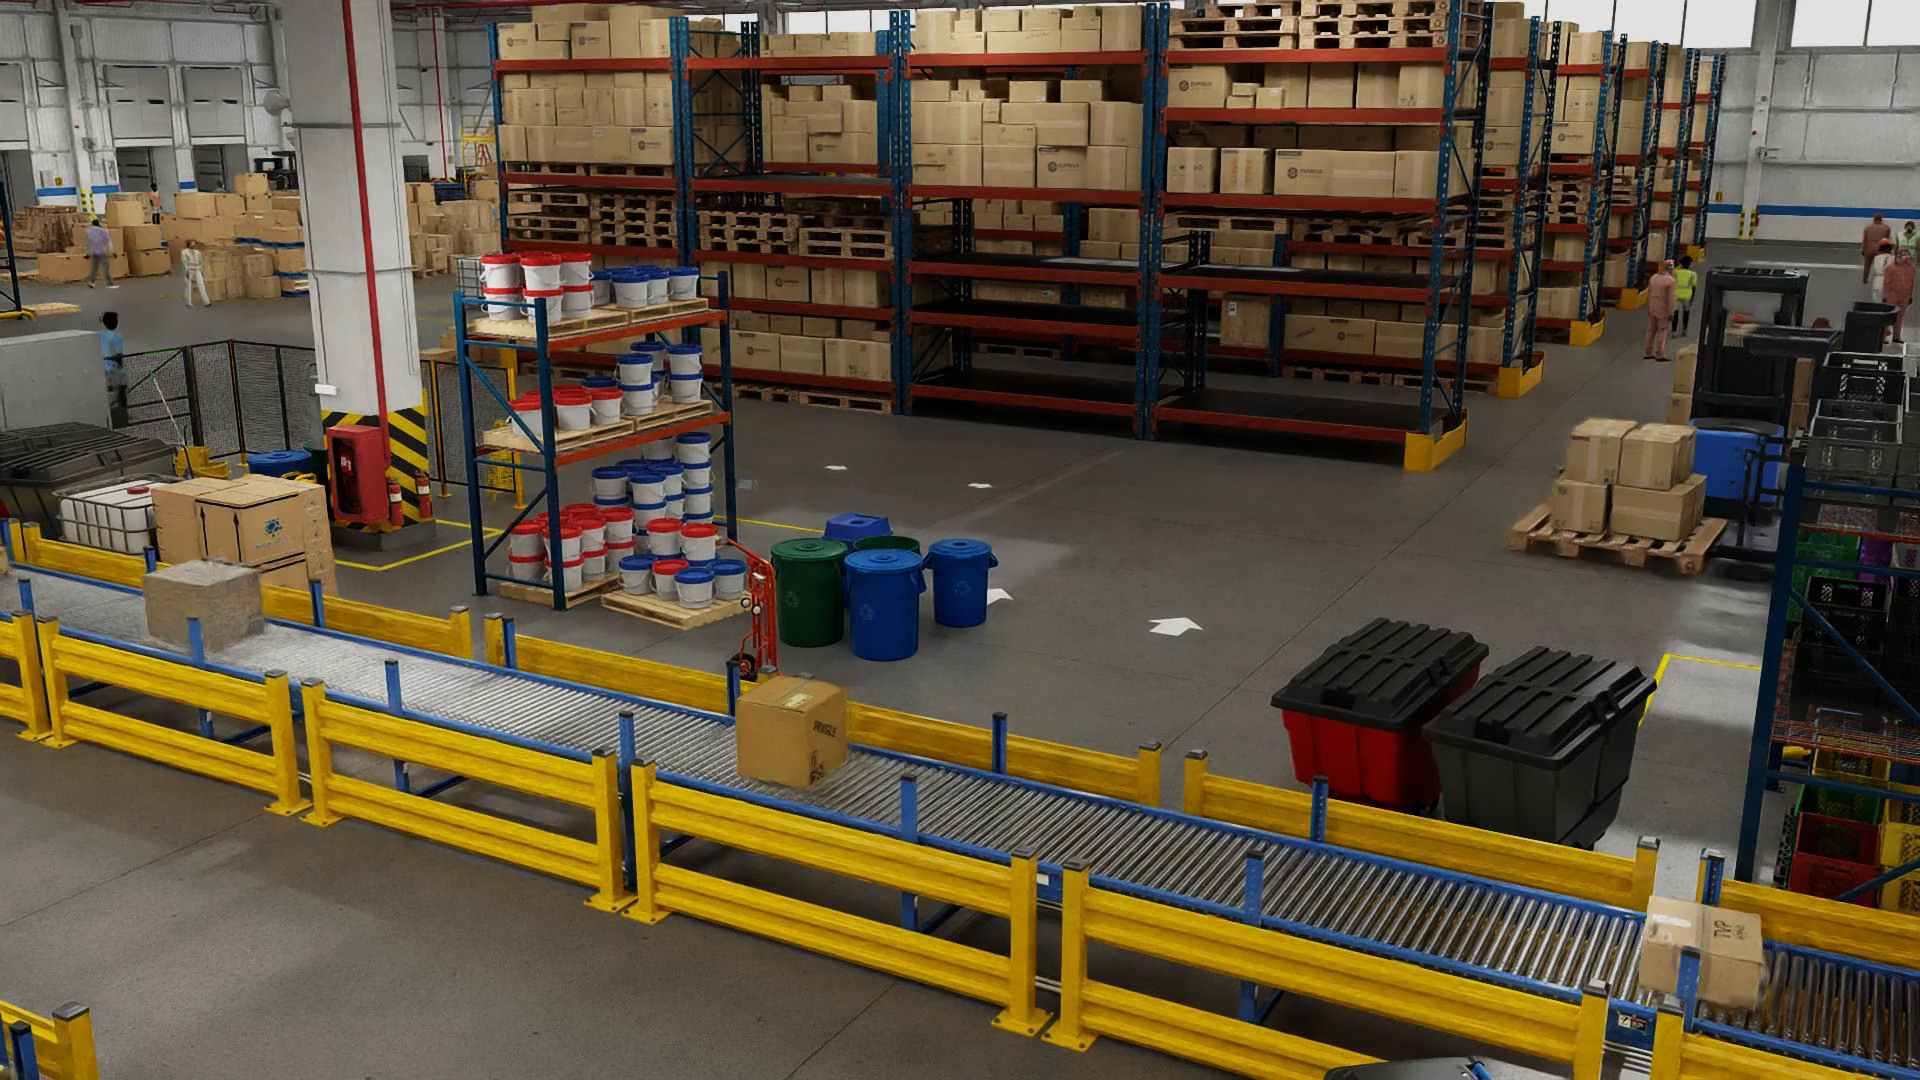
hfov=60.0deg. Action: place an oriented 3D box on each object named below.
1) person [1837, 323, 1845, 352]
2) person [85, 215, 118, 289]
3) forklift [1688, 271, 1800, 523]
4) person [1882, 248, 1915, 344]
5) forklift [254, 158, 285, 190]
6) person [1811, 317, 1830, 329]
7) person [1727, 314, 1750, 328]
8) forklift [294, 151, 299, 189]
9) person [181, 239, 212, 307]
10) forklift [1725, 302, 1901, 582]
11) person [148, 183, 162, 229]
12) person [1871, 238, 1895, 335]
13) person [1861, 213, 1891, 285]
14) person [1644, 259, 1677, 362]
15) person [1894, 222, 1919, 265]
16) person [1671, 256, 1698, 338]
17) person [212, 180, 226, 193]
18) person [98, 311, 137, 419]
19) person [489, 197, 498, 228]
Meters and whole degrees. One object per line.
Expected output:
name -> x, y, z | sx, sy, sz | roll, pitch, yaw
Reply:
person -> 13.678, -2.738, 25.500 | 0.606, 1.799, 0.826 | 5, 16, 19
person -> -22.188, -7.415, 42.870 | 0.743, 1.902, 0.504 | 2, 15, 9
forklift -> 9.269, -1.763, 19.726 | 1.129, 2.768, 1.873 | 8, 17, 27
person -> 18.821, -4.892, 33.357 | 0.651, 1.907, 0.409 | -2, 15, -7
forklift -> -23.549, -11.670, 56.970 | 1.873, 2.768, 1.129 | 8, 17, 27
person -> 12.951, -2.567, 25.173 | 0.532, 1.612, 0.393 | -9, 17, -30
person -> 10.834, -2.175, 23.130 | 0.511, 1.913, 0.542 | 9, 17, 30
forklift -> -25.337, -13.682, 64.535 | 1.873, 2.768, 1.129 | 1, 15, 2
person -> -18.031, -6.271, 39.141 | 0.864, 1.593, 0.511 | 13, 19, 39
forklift -> 8.928, -0.946, 16.657 | 1.873, 2.768, 1.129 | 9, 17, 31
person -> -30.249, -12.554, 62.559 | 0.320, 1.697, 0.531 | 3, 15, 11
person -> 19.183, -5.253, 34.564 | 0.648, 1.978, 0.697 | -4, 16, -16
person -> 24.149, -7.676, 43.899 | 0.643, 1.871, 0.928 | 8, 17, 28
person -> 13.151, -4.294, 31.127 | 0.400, 1.901, 0.642 | -5, 16, -20
person -> 23.933, -7.147, 42.044 | 0.589, 1.805, 0.955 | 8, 17, 28
person -> 14.883, -5.015, 34.282 | 0.546, 1.650, 0.845 | 7, 17, 26
person -> -26.686, -12.003, 60.056 | 0.627, 1.930, 0.362 | 8, 17, 26
person -> -12.935, -2.625, 25.246 | 0.530, 1.672, 0.610 | 7, 16, 23
person -> -15.561, -10.576, 55.245 | 0.429, 1.624, 0.538 | -13, 19, -39
